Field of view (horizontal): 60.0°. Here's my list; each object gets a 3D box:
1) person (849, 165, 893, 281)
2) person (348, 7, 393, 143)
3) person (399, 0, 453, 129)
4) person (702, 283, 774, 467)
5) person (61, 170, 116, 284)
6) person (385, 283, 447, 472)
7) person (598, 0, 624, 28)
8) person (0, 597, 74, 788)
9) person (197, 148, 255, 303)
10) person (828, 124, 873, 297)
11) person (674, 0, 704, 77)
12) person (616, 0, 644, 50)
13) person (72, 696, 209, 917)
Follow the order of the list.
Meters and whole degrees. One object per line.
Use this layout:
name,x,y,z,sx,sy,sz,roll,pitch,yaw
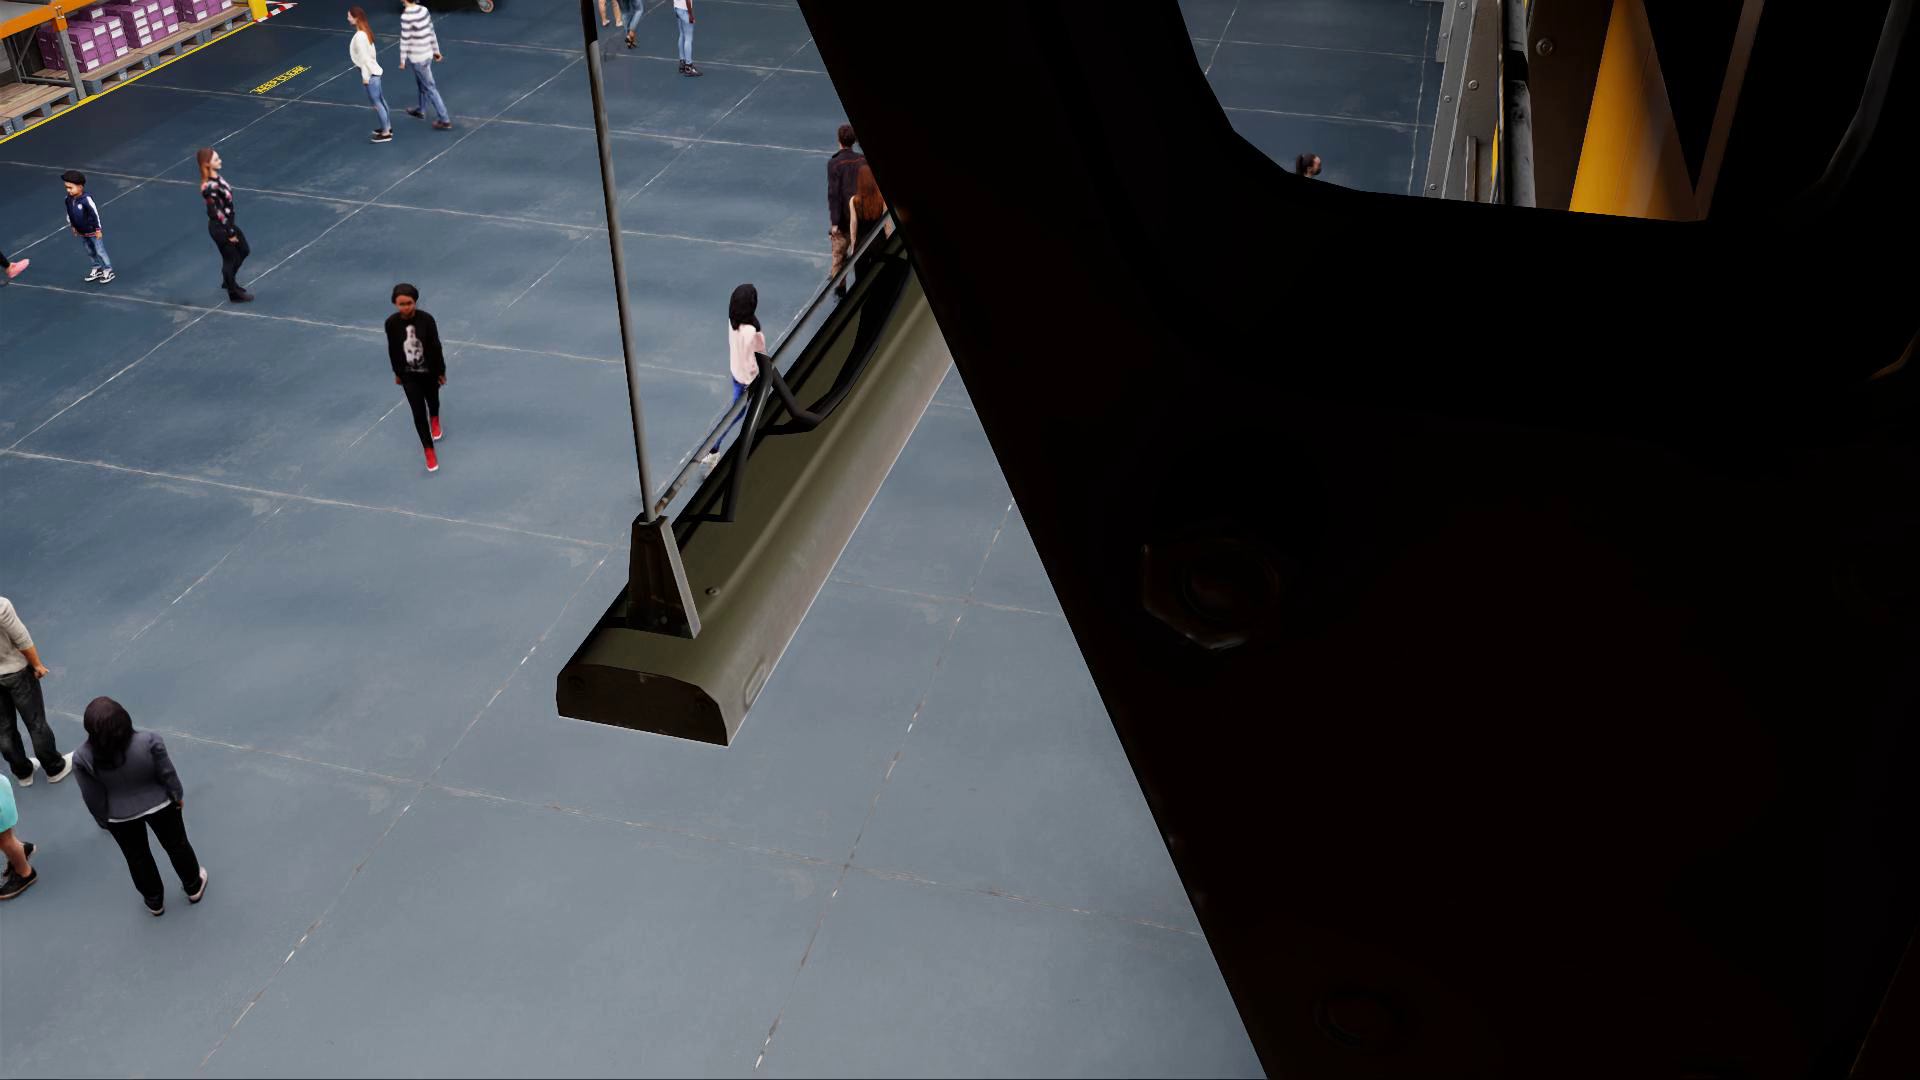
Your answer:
person,-0.891,-2.898,16.555,0.618,1.722,0.587,0,34,0
person,-7.493,-5.926,21.136,0.759,1.692,0.621,-4,34,-6
person,-6.861,-6.207,21.445,0.789,1.818,0.962,10,35,15
person,-1.893,-1.350,14.217,1.167,1.731,1.136,-17,37,-23
person,-9.270,-3.336,17.665,0.524,1.221,0.477,10,35,15
person,-4.720,-1.506,14.538,0.994,1.636,1.167,-10,35,-15
person,-5.390,-8.641,25.300,0.548,1.605,0.531,8,35,12
person,-6.247,0.851,10.832,0.715,1.812,0.674,-3,34,-4
person,-7.652,-3.211,17.069,0.771,1.672,0.678,-9,35,-13
person,-1.070,-3.204,16.873,1.155,1.879,1.221,-20,38,-27
person,-3.877,-7.415,23.353,0.726,1.719,0.659,-16,37,-23
person,-4.916,-7.981,24.249,0.652,1.669,0.673,14,36,19
person,-4.911,1.573,9.941,0.801,1.597,0.850,-14,36,-20
